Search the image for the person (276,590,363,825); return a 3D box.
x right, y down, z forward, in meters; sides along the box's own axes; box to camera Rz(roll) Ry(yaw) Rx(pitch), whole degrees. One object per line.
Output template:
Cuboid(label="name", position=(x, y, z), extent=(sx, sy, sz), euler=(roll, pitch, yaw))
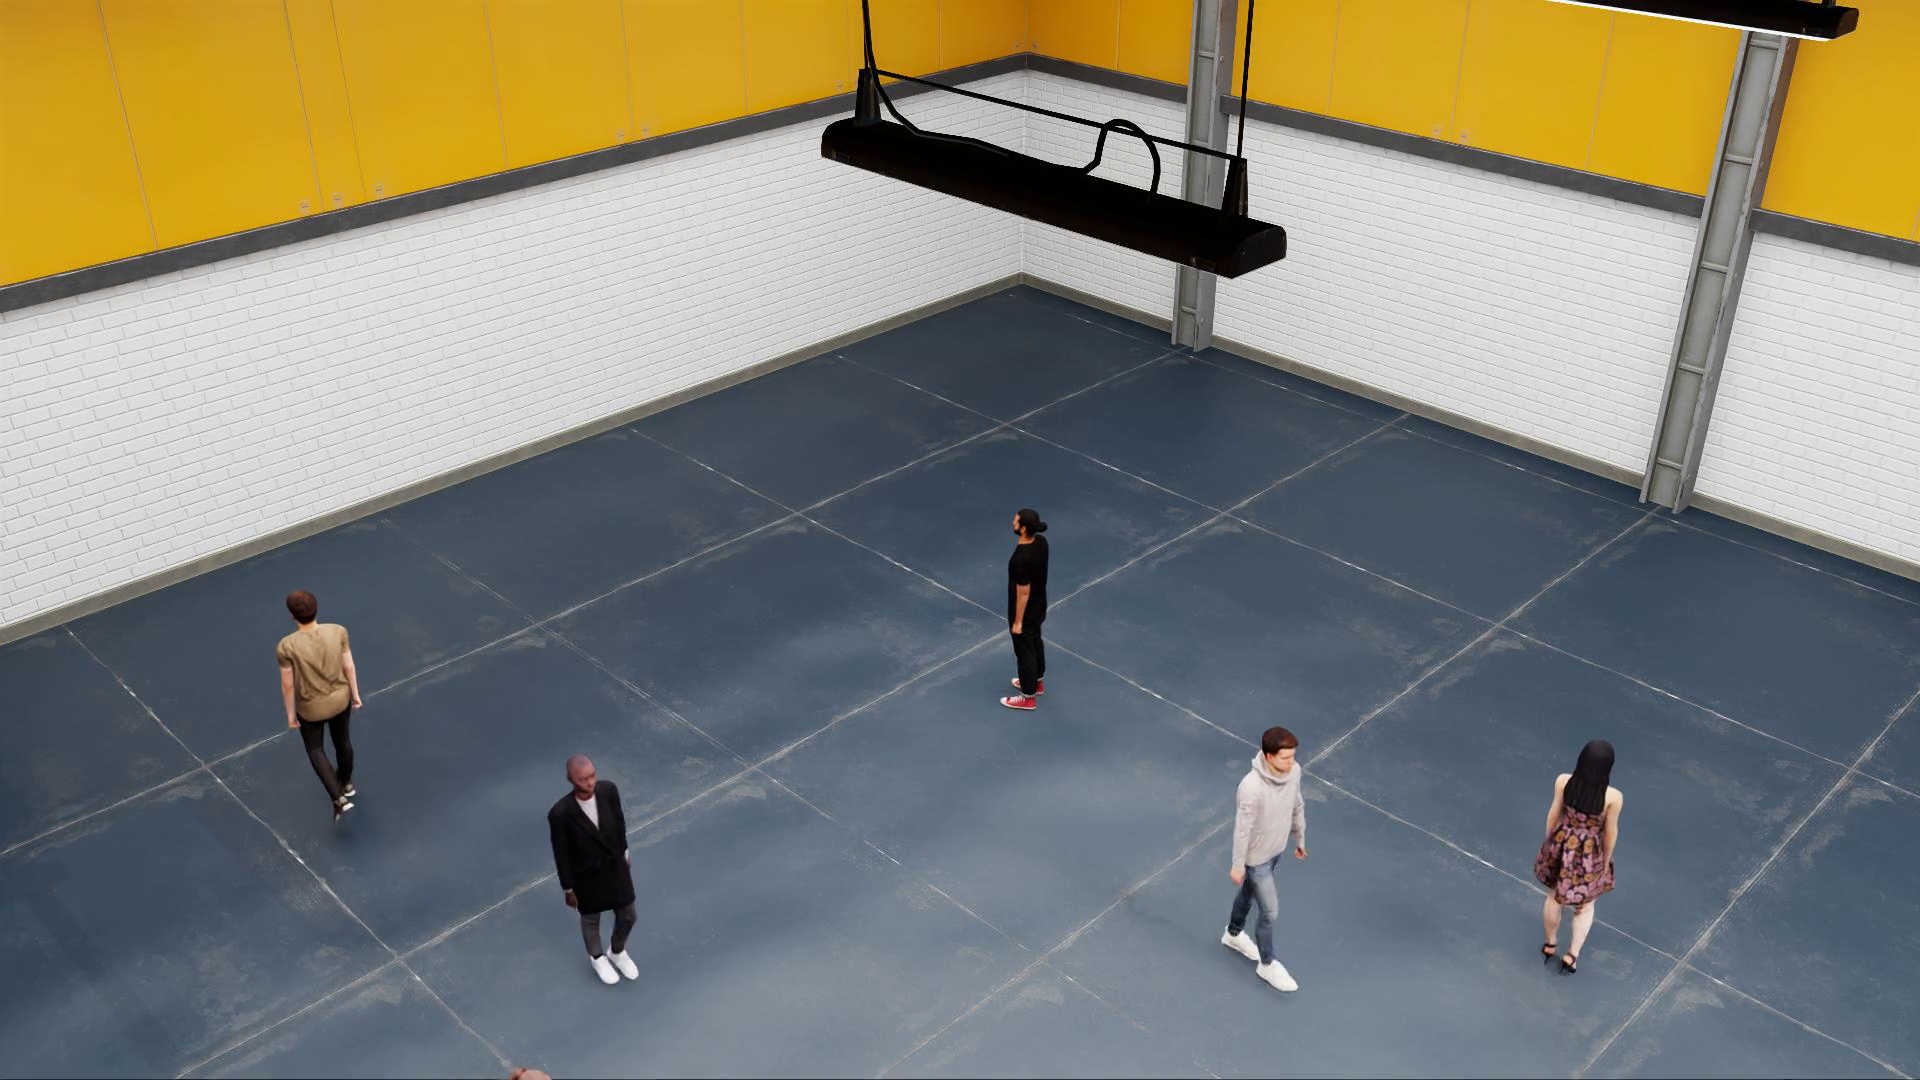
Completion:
Cuboid(label="person", position=(-4.544, 1.203, 11.913), extent=(0.786, 1.834, 1.095), euler=(-19, 34, -30))

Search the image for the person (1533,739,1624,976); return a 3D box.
Cuboid(label="person", position=(3.871, 2.013, 10.493), extent=(0.694, 1.772, 0.793), euler=(16, 32, 26))

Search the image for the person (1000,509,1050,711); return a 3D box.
Cuboid(label="person", position=(0.544, 0.537, 13.212), extent=(0.695, 1.758, 0.704), euler=(11, 30, 19))

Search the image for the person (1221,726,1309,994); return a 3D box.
Cuboid(label="person", position=(1.853, 1.921, 10.593), extent=(0.875, 1.837, 0.685), euler=(25, 37, 38))

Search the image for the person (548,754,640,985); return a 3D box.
Cuboid(label="person", position=(-2.339, 2.032, 10.478), extent=(0.701, 1.753, 0.663), euler=(-21, 35, -33))
